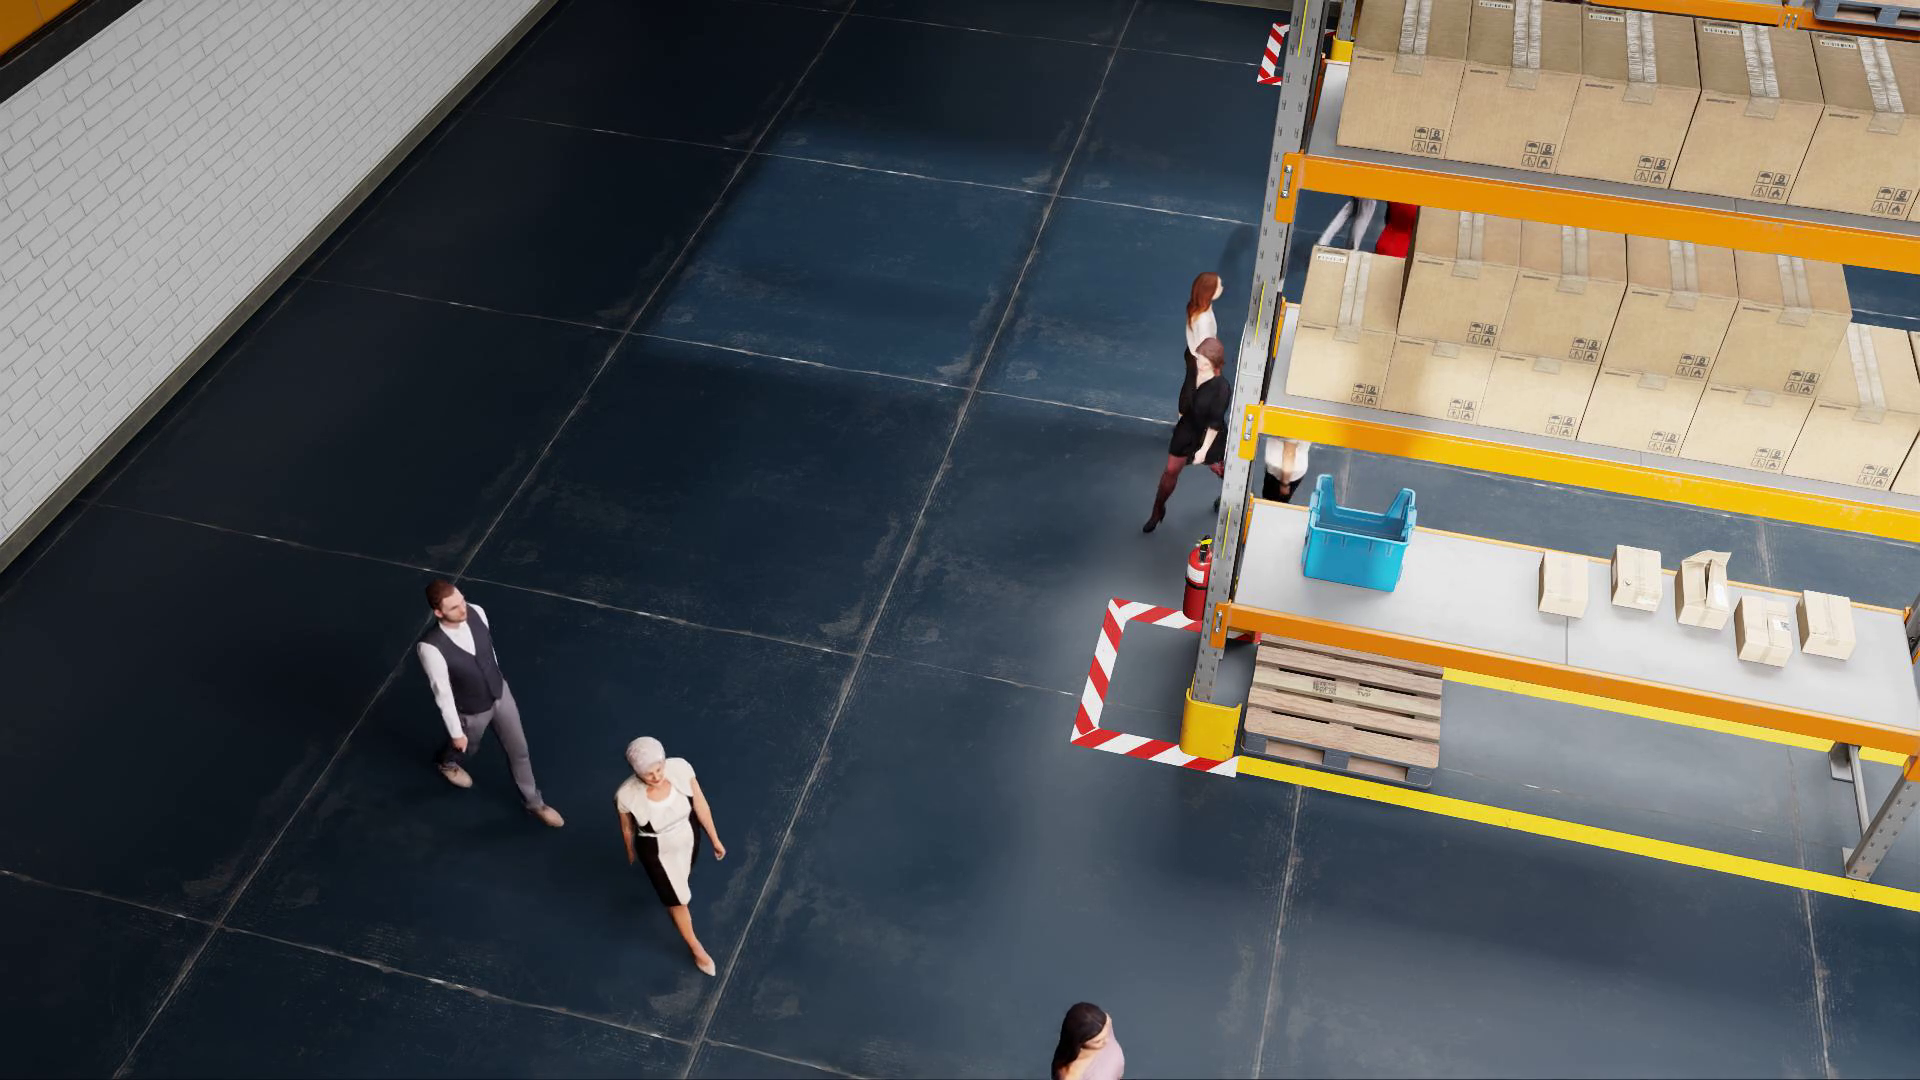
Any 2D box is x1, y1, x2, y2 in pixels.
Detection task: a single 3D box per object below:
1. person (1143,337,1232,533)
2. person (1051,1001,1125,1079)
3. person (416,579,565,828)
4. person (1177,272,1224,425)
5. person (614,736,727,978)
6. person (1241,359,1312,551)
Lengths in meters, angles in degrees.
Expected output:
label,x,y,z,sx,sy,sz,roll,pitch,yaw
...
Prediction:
label,x,y,z,sx,sy,sz,roll,pitch,yaw
person,1.783,-0.753,11.683,1.046,1.654,1.030,-24,49,-23
person,0.517,2.685,7.976,1.039,1.790,0.705,17,46,17
person,-2.908,0.919,9.740,1.266,1.914,0.889,23,48,22
person,1.783,-1.369,12.453,0.590,1.484,0.597,-3,44,-3
person,-1.646,1.594,9.178,1.010,1.712,1.148,-29,50,-27
person,2.316,-0.532,11.421,0.935,1.695,0.694,5,44,5
